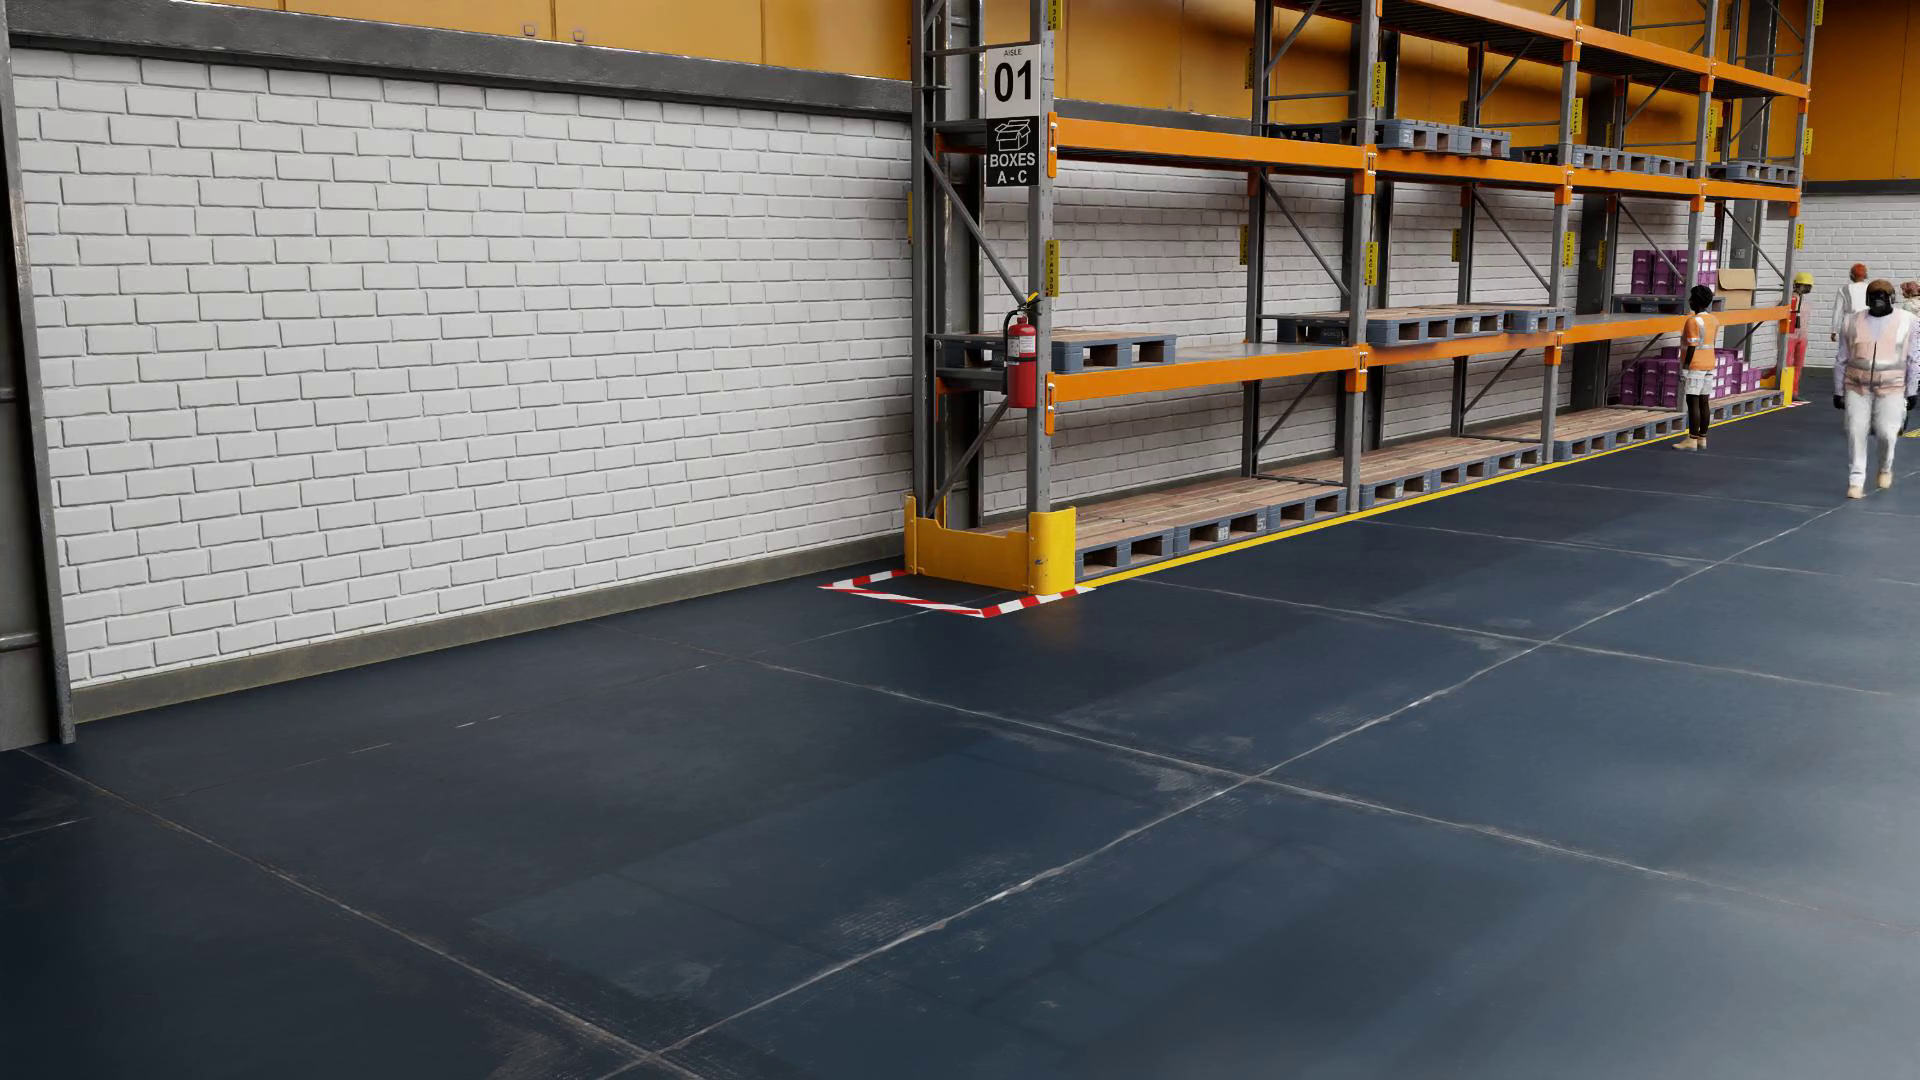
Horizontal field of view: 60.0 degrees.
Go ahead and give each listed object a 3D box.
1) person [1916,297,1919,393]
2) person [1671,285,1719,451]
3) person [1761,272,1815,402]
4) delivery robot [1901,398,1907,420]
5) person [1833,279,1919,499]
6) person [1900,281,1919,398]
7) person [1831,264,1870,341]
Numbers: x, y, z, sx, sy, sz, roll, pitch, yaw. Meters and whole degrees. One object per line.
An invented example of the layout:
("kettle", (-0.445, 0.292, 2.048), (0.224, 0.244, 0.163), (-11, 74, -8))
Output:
("person", (13.888, -2.946, 23.855), (0.534, 1.680, 0.400), (-1, 10, -4))
("person", (7.572, -1.764, 17.102), (0.533, 1.697, 0.319), (-9, 13, -41))
("person", (11.298, -2.759, 22.640), (0.538, 1.747, 0.600), (-5, 11, -27))
("delivery robot", (10.420, -1.521, 18.704), (0.477, 0.478, 0.707), (4, 11, 22))
("person", (7.599, -1.253, 13.823), (0.643, 1.823, 0.491), (8, 12, 37))
("person", (13.226, -2.773, 23.054), (0.555, 1.626, 0.478), (-9, 13, -41))
("person", (12.842, -3.026, 23.889), (0.594, 1.831, 0.958), (3, 10, 16))
